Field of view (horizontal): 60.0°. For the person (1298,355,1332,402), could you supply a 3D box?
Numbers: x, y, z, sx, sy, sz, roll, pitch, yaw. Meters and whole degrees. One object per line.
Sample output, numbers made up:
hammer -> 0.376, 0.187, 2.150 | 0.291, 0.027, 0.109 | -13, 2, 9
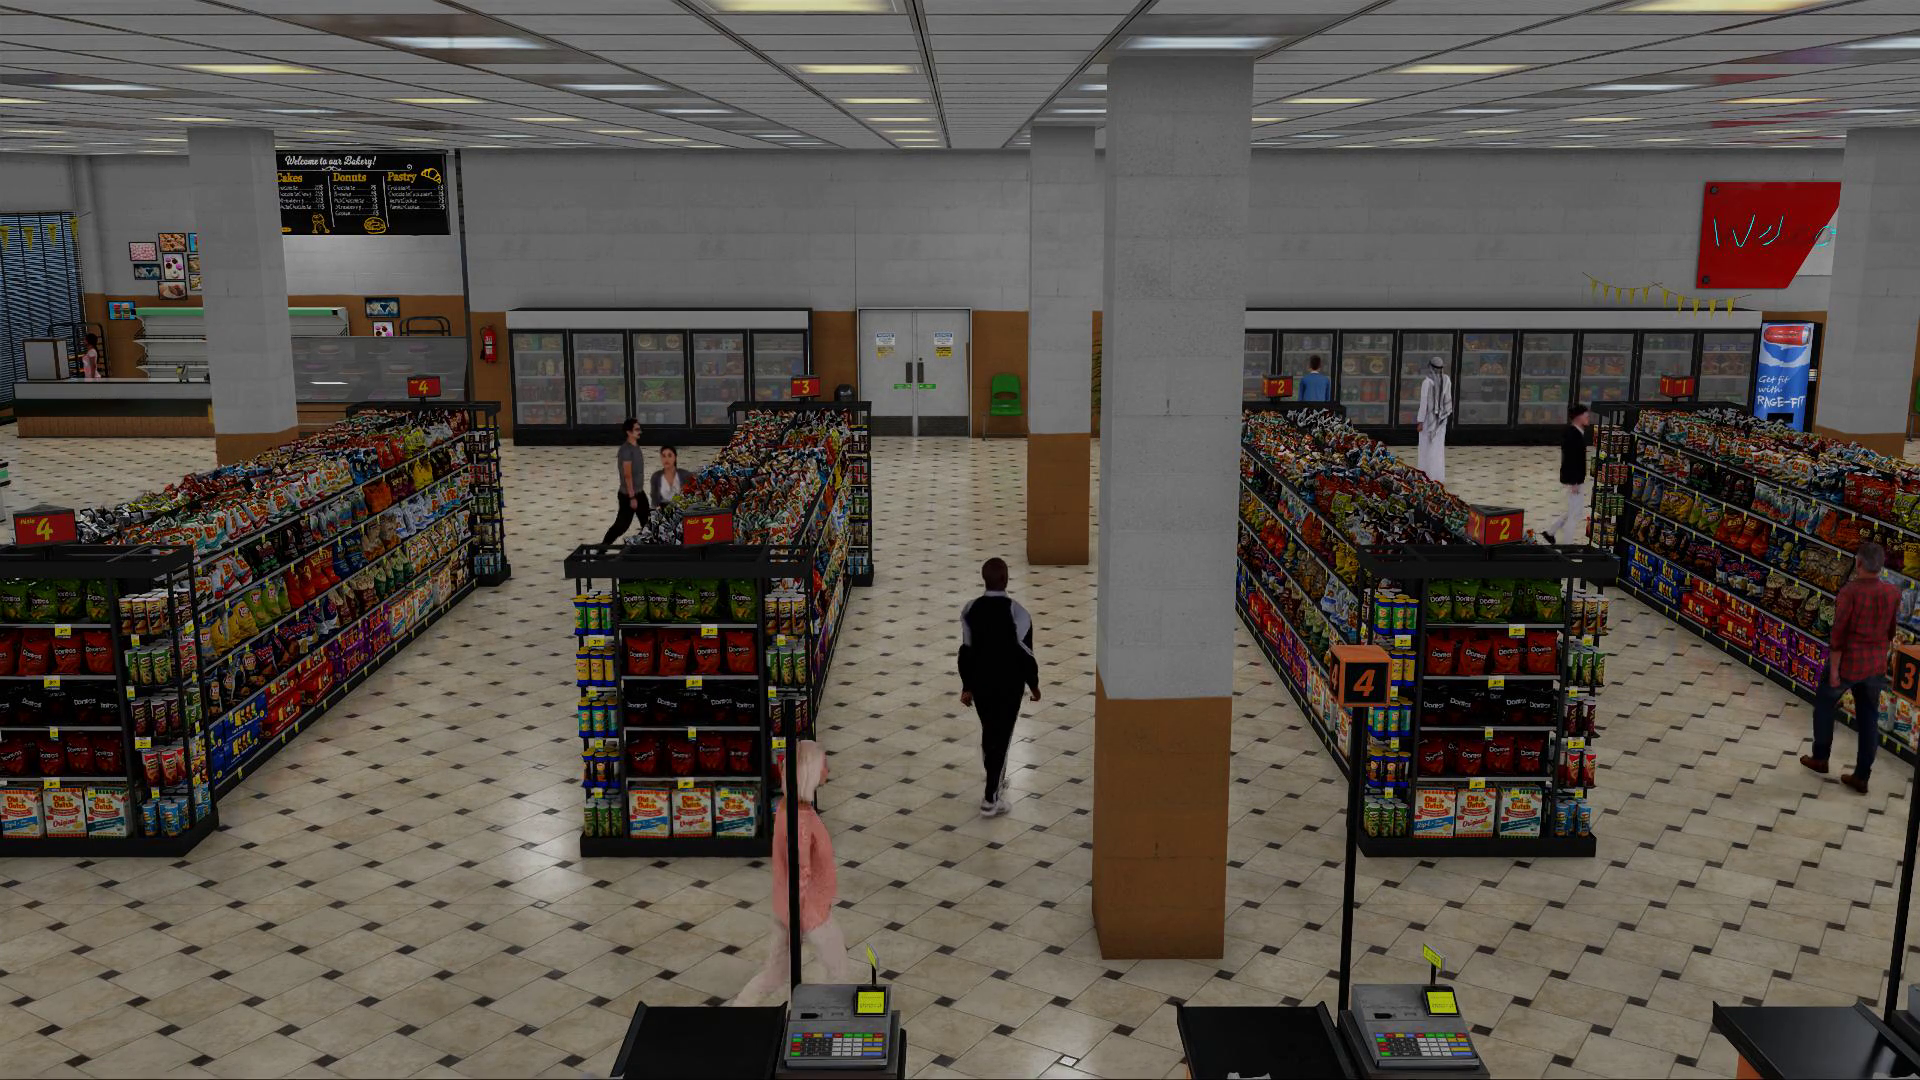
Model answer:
person -> 5.492, -1.974, 25.856 | 0.643, 1.819, 0.544 | 0, 12, 0

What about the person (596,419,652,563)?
person -> -3.865, -0.513, 19.150 | 0.758, 1.723, 1.106 | 1, 12, 5

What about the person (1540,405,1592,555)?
person -> 7.175, -0.688, 19.733 | 0.840, 1.826, 0.795 | 3, 12, 14

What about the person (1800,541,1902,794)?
person -> 6.558, 0.941, 12.043 | 0.727, 1.806, 0.884 | -1, 12, -3

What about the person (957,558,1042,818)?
person -> 0.208, 1.037, 11.578 | 0.913, 1.809, 1.020 | 7, 14, 32

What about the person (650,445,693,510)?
person -> -3.045, -0.188, 17.765 | 0.667, 1.657, 0.923 | -1, 12, -4

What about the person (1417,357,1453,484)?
person -> 6.963, -1.739, 24.479 | 0.791, 1.927, 0.798 | -6, 13, -27

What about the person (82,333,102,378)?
person -> -15.938, -2.937, 30.616 | 0.705, 1.742, 0.581 | -5, 13, -24

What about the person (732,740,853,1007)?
person -> -0.866, 1.829, 8.122 | 0.900, 1.685, 1.133 | -4, 13, -19
